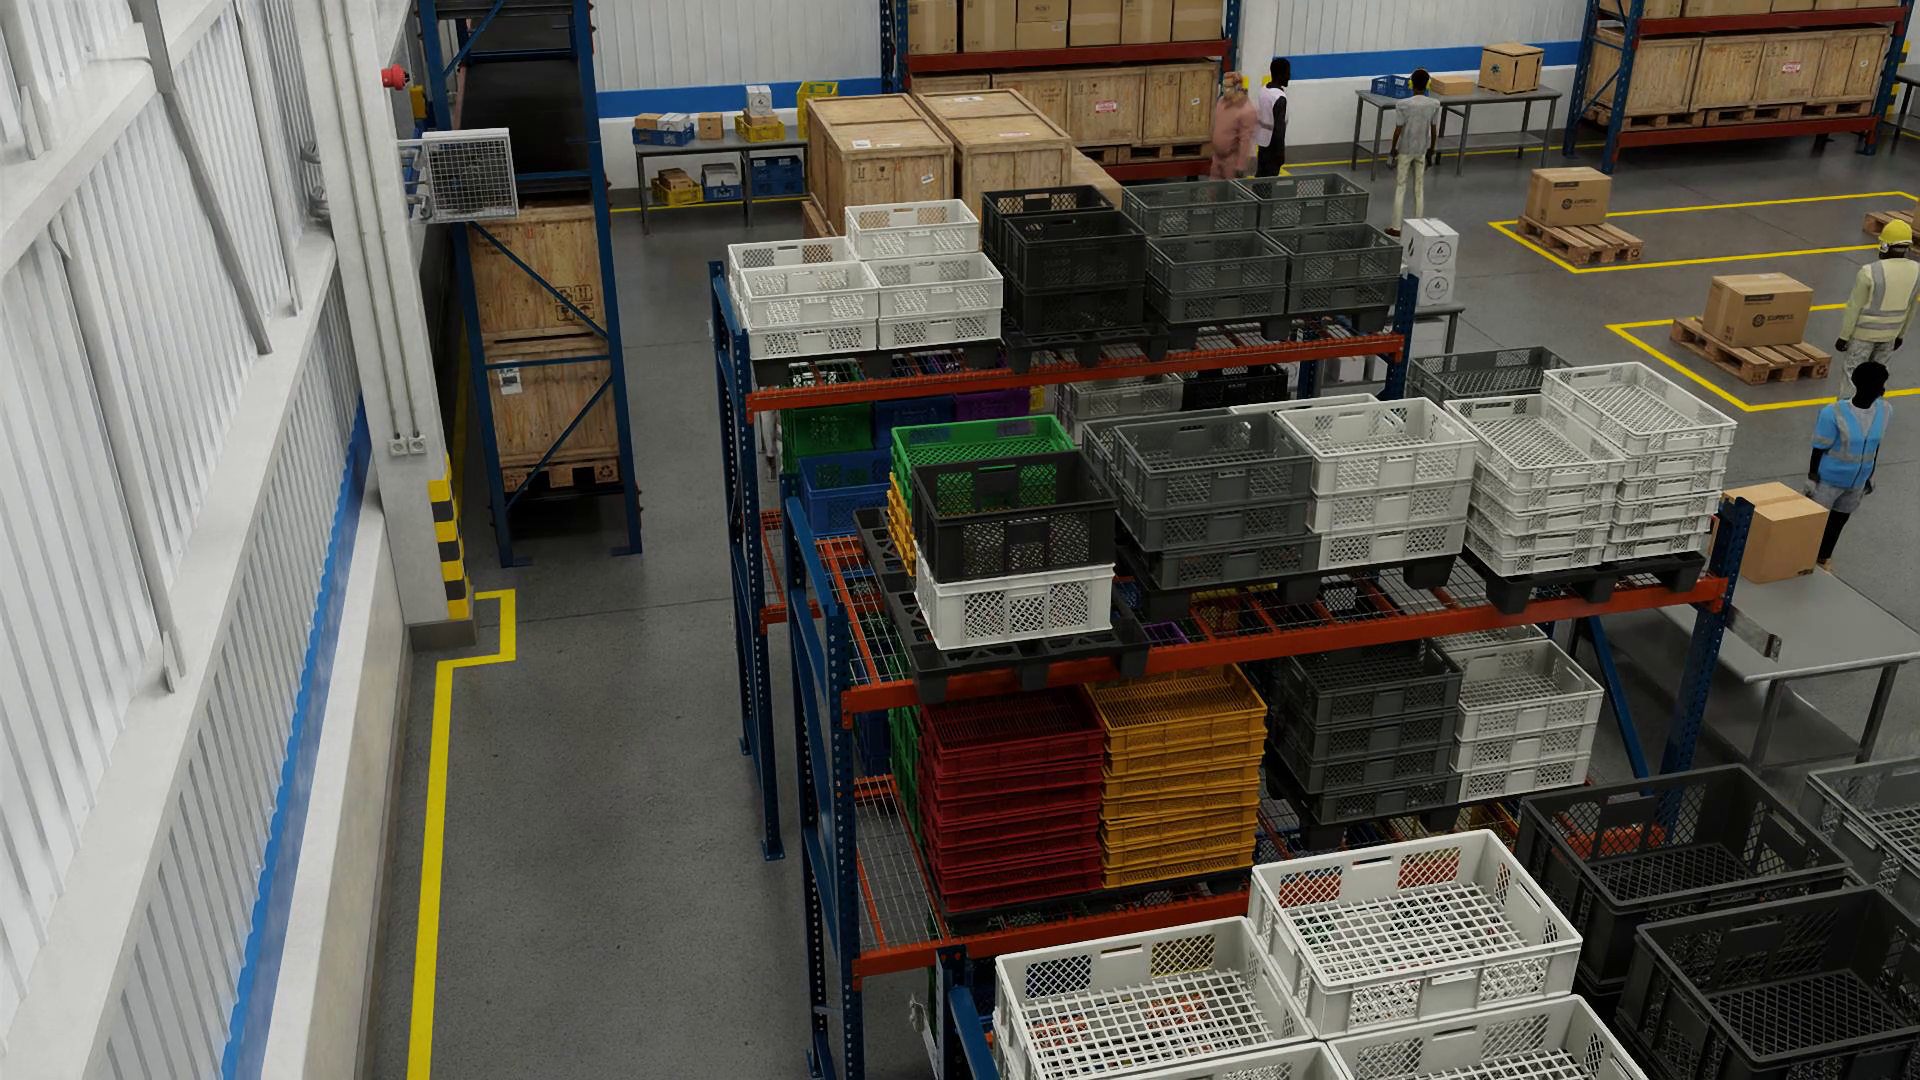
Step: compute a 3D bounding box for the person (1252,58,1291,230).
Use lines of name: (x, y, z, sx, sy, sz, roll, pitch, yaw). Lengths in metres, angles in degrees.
person: (3.489, -4.437, 18.681, 0.392, 1.919, 0.591, -6, 28, -11)

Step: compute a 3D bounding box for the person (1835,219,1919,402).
person: (7.481, -1.718, 13.624, 0.589, 1.825, 0.403, -5, 28, -8)

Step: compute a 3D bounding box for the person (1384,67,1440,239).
person: (5.000, -4.276, 18.433, 0.521, 1.865, 0.319, -1, 28, -3)

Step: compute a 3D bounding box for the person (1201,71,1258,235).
person: (2.955, -4.169, 18.206, 0.430, 1.893, 0.698, -13, 31, -24)

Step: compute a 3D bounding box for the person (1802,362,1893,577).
person: (5.984, -0.427, 11.305, 0.540, 1.696, 0.317, -5, 28, -9)

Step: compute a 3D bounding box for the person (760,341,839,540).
person: (-1.070, -0.625, 11.487, 0.572, 1.884, 0.355, 4, 28, 7)
